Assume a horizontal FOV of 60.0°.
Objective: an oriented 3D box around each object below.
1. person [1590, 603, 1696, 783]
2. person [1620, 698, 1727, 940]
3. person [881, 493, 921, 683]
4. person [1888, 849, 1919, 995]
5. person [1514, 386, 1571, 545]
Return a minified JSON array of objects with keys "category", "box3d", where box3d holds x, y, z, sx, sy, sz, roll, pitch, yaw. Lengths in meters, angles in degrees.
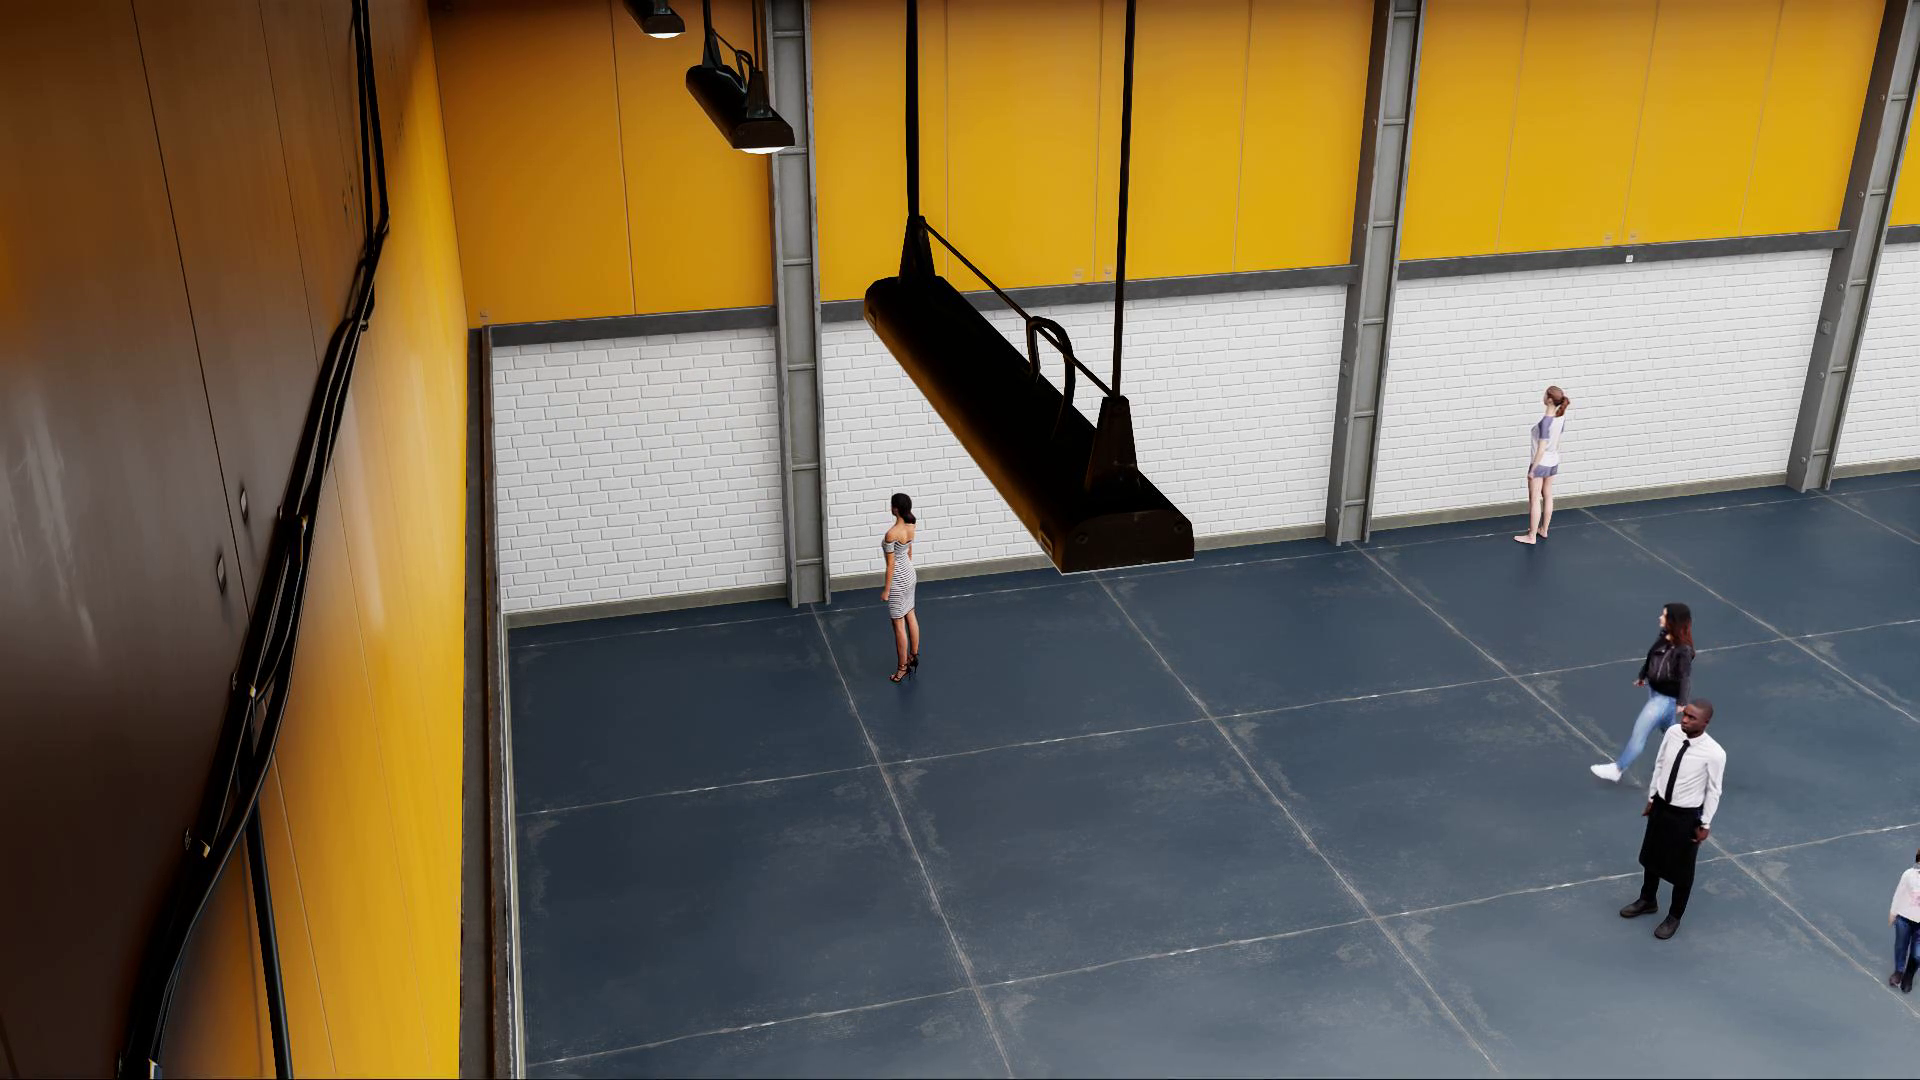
[{"category":"person","box3d":[5.754,1.257,13.411,1.149,1.598,0.869,1,24,1]},{"category":"person","box3d":[5.034,1.908,11.625,0.626,1.836,0.691,-13,27,-27]},{"category":"person","box3d":[-0.526,0.416,15.056,0.732,1.822,0.680,12,26,25]},{"category":"person","box3d":[6.443,2.504,11.171,0.545,1.108,0.592,21,31,40]},{"category":"person","box3d":[6.306,-0.821,17.953,0.635,1.768,0.730,-19,30,-37]}]
